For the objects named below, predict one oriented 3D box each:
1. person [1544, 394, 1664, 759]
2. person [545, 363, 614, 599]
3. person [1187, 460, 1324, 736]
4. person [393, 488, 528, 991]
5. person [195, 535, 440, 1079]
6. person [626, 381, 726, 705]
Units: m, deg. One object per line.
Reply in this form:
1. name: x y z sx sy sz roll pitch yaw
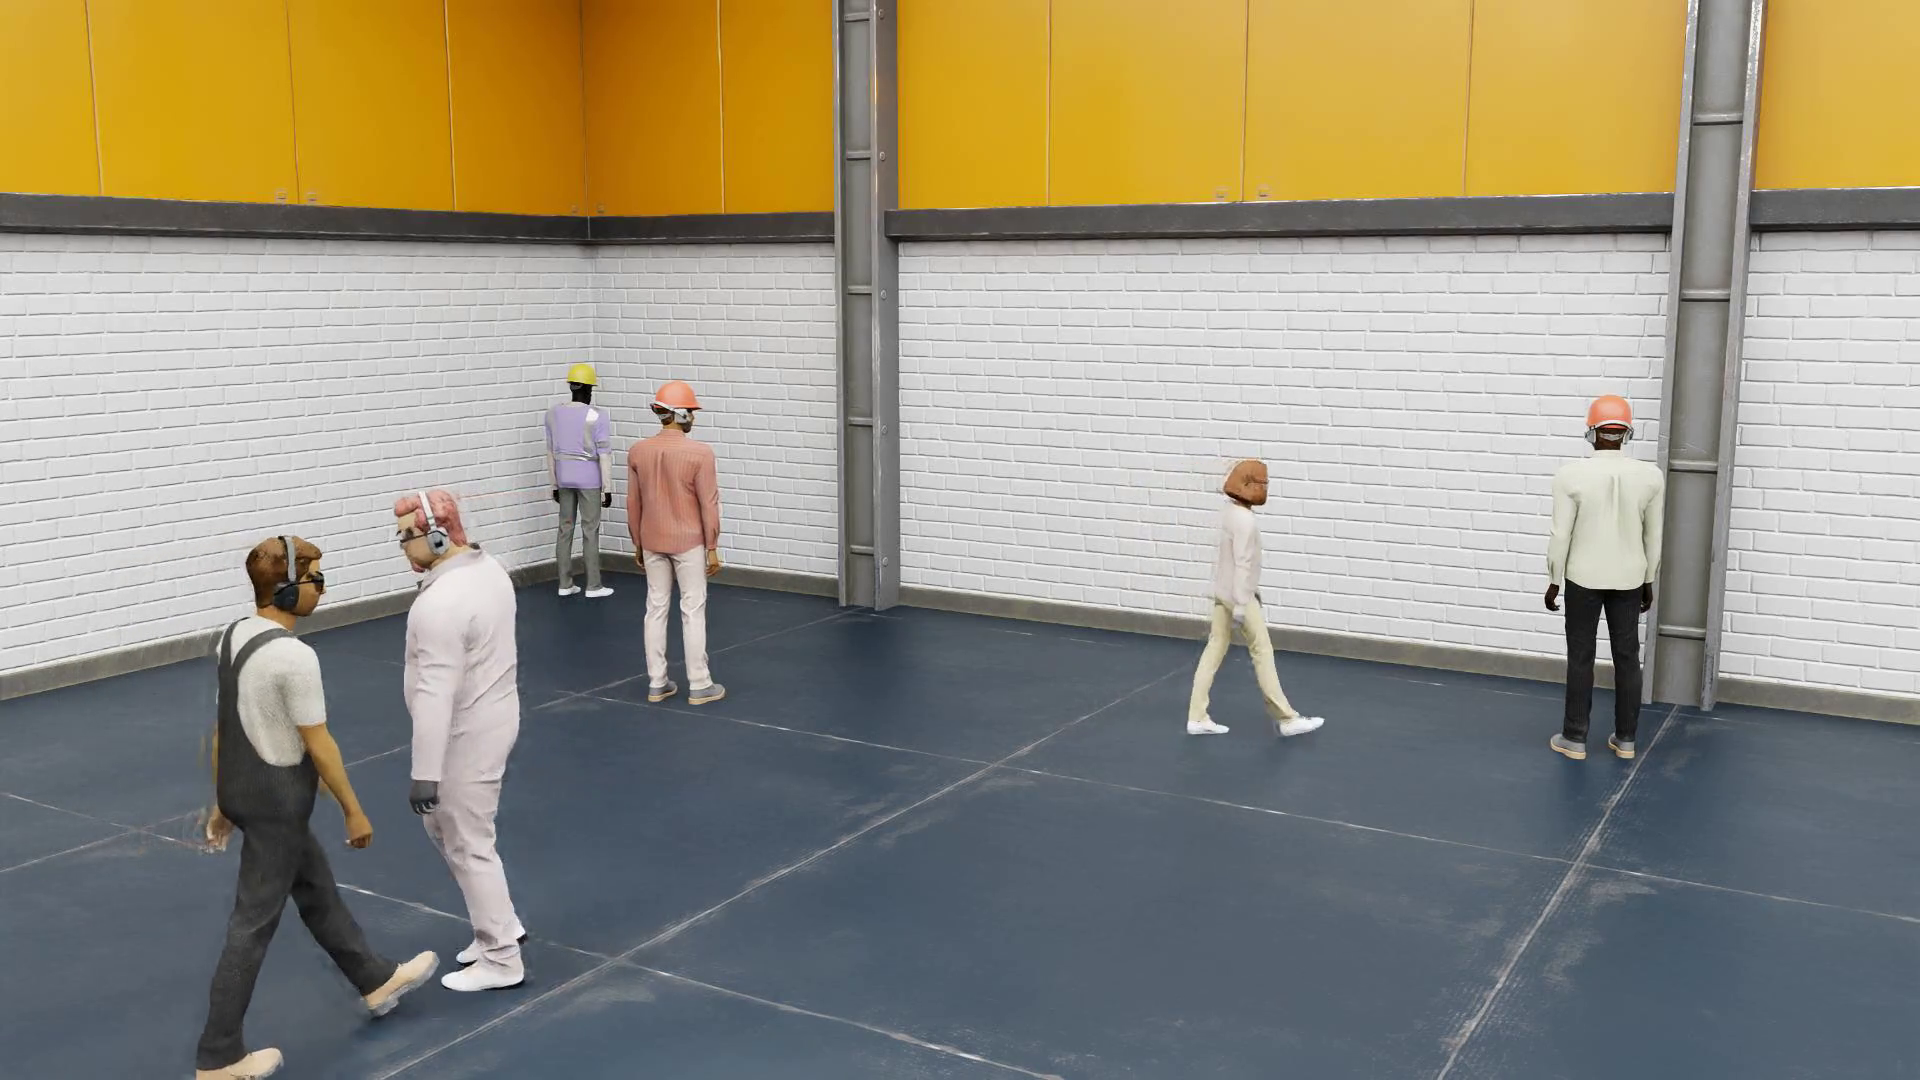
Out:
1. person: 3.496 0.206 9.076 0.613 1.995 0.391 0 9 2
2. person: -3.089 -0.478 13.590 0.581 1.918 0.390 3 10 17
3. person: 1.680 0.337 9.476 0.814 1.592 0.521 -1 9 -4
4. person: -1.817 0.740 6.112 0.463 1.875 0.712 0 9 2
5. person: -2.173 0.871 5.545 0.525 1.796 0.958 9 13 44
6. person: -1.749 0.019 10.256 0.612 1.991 0.392 3 10 20
